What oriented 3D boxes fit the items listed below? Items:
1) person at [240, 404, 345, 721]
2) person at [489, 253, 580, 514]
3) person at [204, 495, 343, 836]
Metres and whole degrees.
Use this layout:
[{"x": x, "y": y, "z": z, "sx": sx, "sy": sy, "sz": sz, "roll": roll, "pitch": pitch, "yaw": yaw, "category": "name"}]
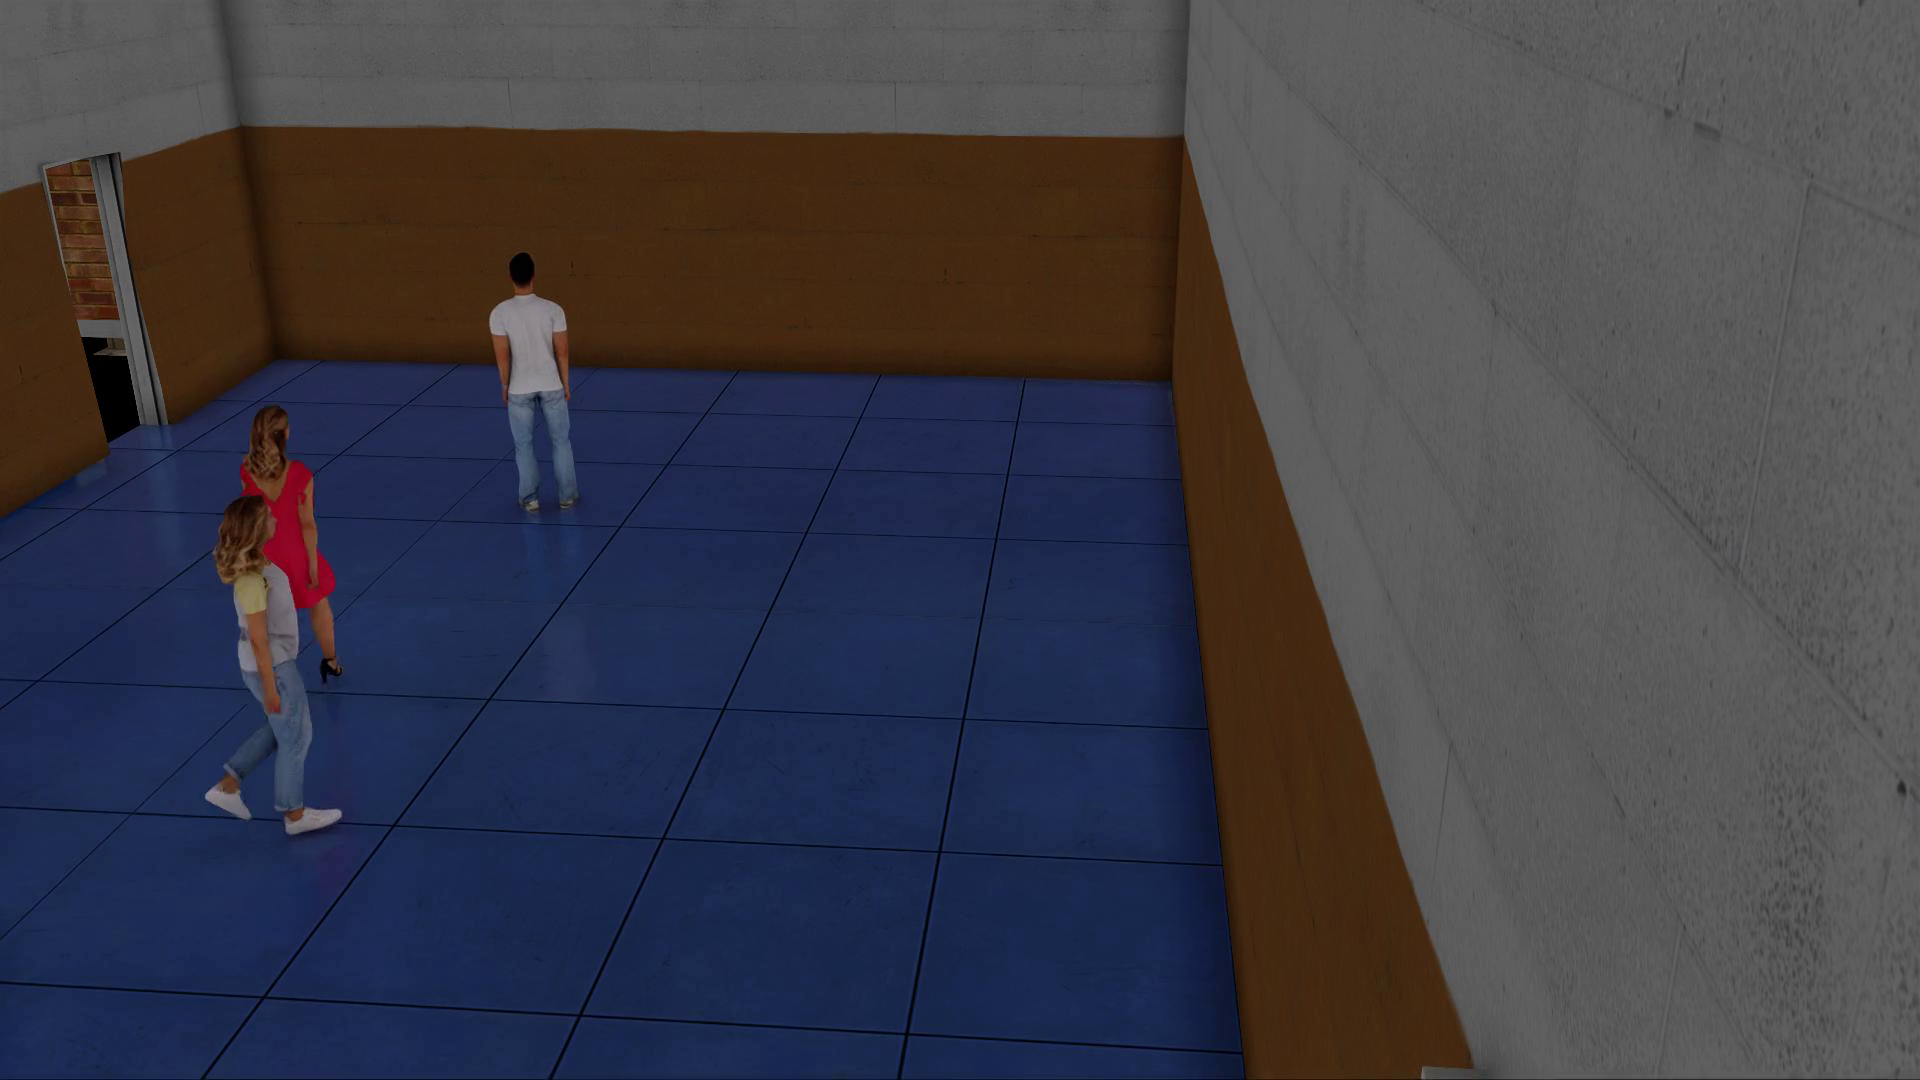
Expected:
[{"x": -3.646, "y": 0.161, "z": 8.884, "sx": 0.961, "sy": 1.681, "sz": 0.663, "roll": 0, "pitch": 22, "yaw": 1, "category": "person"}, {"x": -3.014, "y": -1.110, "z": 11.799, "sx": 0.636, "sy": 1.866, "sz": 0.804, "roll": -6, "pitch": 23, "yaw": -15, "category": "person"}, {"x": -3.283, "y": 0.623, "z": 7.677, "sx": 0.944, "sy": 1.710, "sz": 0.853, "roll": -10, "pitch": 24, "yaw": -24, "category": "person"}]
